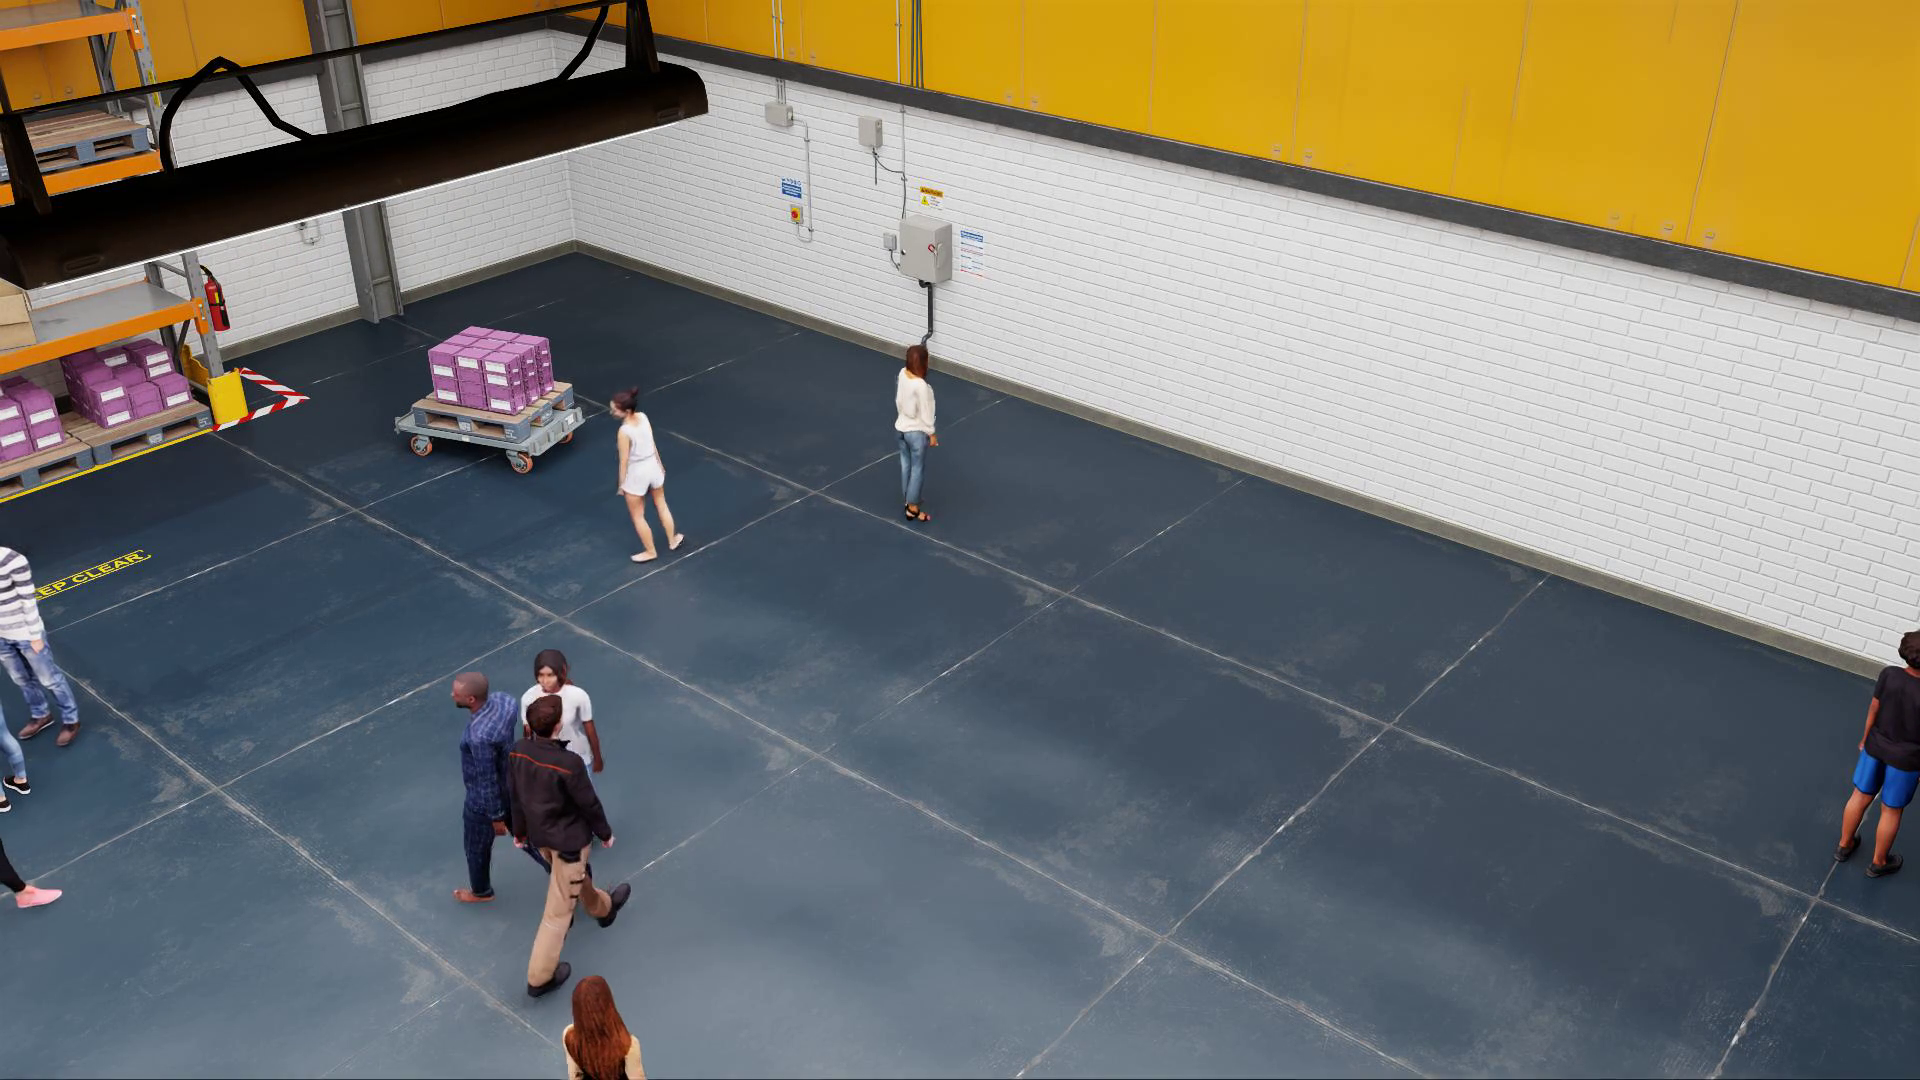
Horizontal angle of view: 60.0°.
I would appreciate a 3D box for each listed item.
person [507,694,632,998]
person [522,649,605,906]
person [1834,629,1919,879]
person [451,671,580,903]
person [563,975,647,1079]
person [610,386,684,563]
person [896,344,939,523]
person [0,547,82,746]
[{"bbox_3d":[-2.368,1.797,9.630,0.895,1.872,1.304,14,32,24],"label":"person"},{"bbox_3d":[-2.493,1.391,10.581,0.993,1.675,1.184,3,29,5],"label":"person"},{"bbox_3d":[5.933,1.335,10.553,0.657,1.799,0.656,-19,34,-31],"label":"person"},{"bbox_3d":[-2.735,1.566,10.153,1.108,1.777,1.210,6,29,10],"label":"person"},{"bbox_3d":[-1.700,2.811,7.943,0.835,1.708,1.066,7,29,13],"label":"person"},{"bbox_3d":[-2.676,-0.587,14.263,0.849,1.620,0.537,21,35,34],"label":"person"},{"bbox_3d":[-0.420,-0.998,14.961,0.668,1.673,0.705,-20,34,-32],"label":"person"},{"bbox_3d":[-6.688,0.621,11.812,0.721,1.846,0.694,8,30,14],"label":"person"}]
